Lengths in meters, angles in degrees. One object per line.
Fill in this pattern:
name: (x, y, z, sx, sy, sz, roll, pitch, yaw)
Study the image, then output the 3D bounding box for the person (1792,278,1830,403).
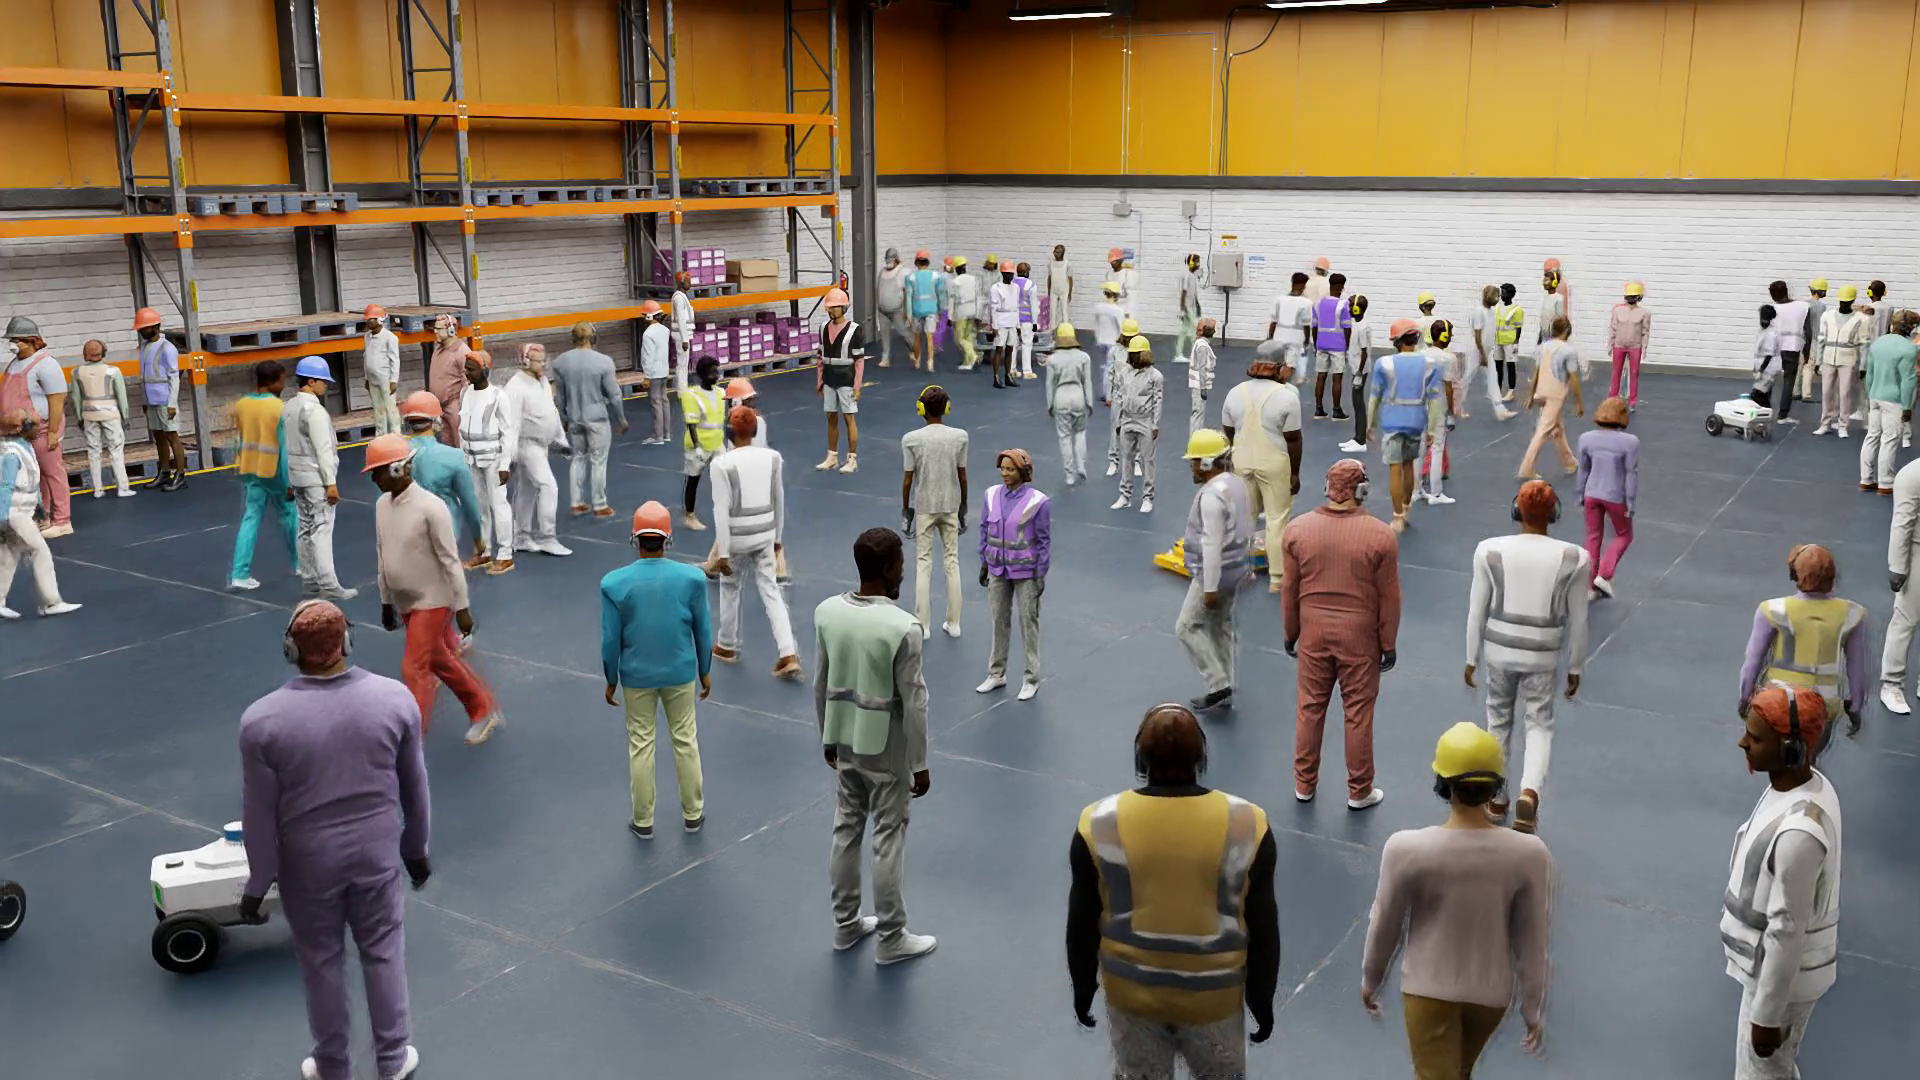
person: (12.187, -2.857, 23.799, 0.331, 1.768, 0.526, -1, 13, -6)

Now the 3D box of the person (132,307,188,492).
person: (-8.383, -1.464, 17.387, 0.543, 1.936, 0.369, 8, 15, 32)

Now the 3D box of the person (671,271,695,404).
person: (-3.917, -2.868, 23.589, 0.355, 1.885, 0.575, -3, 13, -12)

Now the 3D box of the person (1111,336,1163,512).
person: (1.752, -1.143, 16.415, 0.484, 1.745, 0.297, 8, 15, 32)

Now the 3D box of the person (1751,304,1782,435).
person: (10.101, -2.135, 20.872, 0.467, 1.665, 0.557, 3, 13, 12)

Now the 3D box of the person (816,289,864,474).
person: (-1.345, -1.750, 18.390, 0.605, 2.045, 0.378, 8, 15, 32)

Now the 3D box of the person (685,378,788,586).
person: (-1.802, -0.470, 13.570, 0.900, 1.699, 0.595, 5, 14, 20)

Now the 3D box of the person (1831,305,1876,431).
person: (11.451, -2.162, 21.119, 0.539, 1.608, 0.739, -4, 14, -17)

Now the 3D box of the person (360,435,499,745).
person: (-3.089, 0.334, 9.617, 0.651, 1.931, 0.995, 9, 16, 36)

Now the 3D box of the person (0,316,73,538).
person: (-8.548, -1.037, 15.302, 0.674, 2.000, 0.535, 8, 15, 32)

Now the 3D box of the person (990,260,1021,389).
person: (0.711, -3.271, 25.217, 0.542, 1.939, 0.359, -11, 17, -39)

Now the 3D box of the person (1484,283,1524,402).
person: (7.820, -2.831, 23.840, 0.320, 1.695, 0.537, -7, 15, -27)

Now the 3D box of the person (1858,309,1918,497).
person: (9.604, -1.416, 17.177, 0.379, 1.937, 0.629, -2, 13, -7)

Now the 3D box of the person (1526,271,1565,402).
person: (8.417, -2.904, 23.777, 0.335, 1.873, 0.520, -2, 13, -8)

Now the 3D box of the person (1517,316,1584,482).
person: (6.466, -1.523, 17.984, 1.022, 1.776, 0.557, -5, 14, -20)

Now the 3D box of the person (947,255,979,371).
person: (0.114, -3.676, 27.068, 0.591, 1.900, 0.611, -12, 17, -41)

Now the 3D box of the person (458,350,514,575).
person: (-3.992, -0.650, 13.970, 0.573, 1.883, 0.354, 8, 15, 32)

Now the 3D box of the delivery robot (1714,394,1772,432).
delivery robot: (9.747, -1.577, 20.699, 0.477, 0.478, 0.707, -3, 13, -15)

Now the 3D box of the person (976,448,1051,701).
person: (0.348, 0.215, 10.750, 0.514, 1.642, 0.310, 8, 15, 32)

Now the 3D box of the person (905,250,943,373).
person: (-0.577, -3.706, 27.034, 0.616, 2.004, 1.001, -1, 13, -3)

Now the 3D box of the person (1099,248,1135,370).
person: (2.687, -3.839, 27.547, 0.610, 2.009, 0.922, 10, 16, 38)

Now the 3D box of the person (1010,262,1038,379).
person: (0.986, -3.471, 26.326, 0.630, 1.835, 0.429, 11, 17, 38)

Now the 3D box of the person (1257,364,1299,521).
person: (2.970, -0.950, 15.815, 0.498, 1.634, 0.279, 11, 17, 39)

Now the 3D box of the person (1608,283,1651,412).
person: (9.181, -2.640, 22.859, 0.524, 1.770, 0.315, 8, 15, 32)

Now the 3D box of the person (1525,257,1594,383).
person: (9.341, -3.393, 25.761, 0.925, 1.953, 0.636, 0, 13, -1)

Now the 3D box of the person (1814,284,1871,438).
person: (10.991, -2.232, 20.772, 0.393, 1.912, 0.592, -11, 17, -39)

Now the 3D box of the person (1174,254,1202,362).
person: (4.014, -3.915, 28.213, 0.797, 1.841, 0.563, 4, 14, 19)

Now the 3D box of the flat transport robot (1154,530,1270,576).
flat transport robot: (2.435, 0.100, 14.249, 1.431, 0.197, 0.652, -7, 15, -28)

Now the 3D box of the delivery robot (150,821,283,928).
delivery robot: (-3.190, 1.492, 7.383, 0.707, 0.478, 0.477, -5, 14, -23)

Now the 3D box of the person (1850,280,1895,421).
person: (12.112, -2.517, 22.112, 0.518, 1.865, 0.326, -3, 13, -14)

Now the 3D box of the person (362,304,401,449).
person: (-6.904, -1.928, 19.793, 0.563, 1.753, 0.327, 8, 15, 32)

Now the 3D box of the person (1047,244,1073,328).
person: (1.888, -4.673, 31.513, 0.506, 1.843, 0.349, 6, 14, 24)

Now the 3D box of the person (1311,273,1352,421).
person: (4.955, -2.564, 22.108, 0.383, 1.959, 0.600, -12, 18, -43)

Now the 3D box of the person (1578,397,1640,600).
person: (5.100, -0.321, 13.085, 0.342, 1.620, 0.510, -11, 17, -40)

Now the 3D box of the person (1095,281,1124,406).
person: (2.154, -2.762, 23.409, 0.411, 1.752, 0.560, -12, 17, -41)

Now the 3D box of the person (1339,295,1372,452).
person: (4.719, -1.973, 19.767, 0.327, 1.859, 0.514, 3, 13, 11)

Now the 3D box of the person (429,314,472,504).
person: (-5.159, -1.329, 16.865, 0.638, 1.909, 0.408, 12, 18, 42)
